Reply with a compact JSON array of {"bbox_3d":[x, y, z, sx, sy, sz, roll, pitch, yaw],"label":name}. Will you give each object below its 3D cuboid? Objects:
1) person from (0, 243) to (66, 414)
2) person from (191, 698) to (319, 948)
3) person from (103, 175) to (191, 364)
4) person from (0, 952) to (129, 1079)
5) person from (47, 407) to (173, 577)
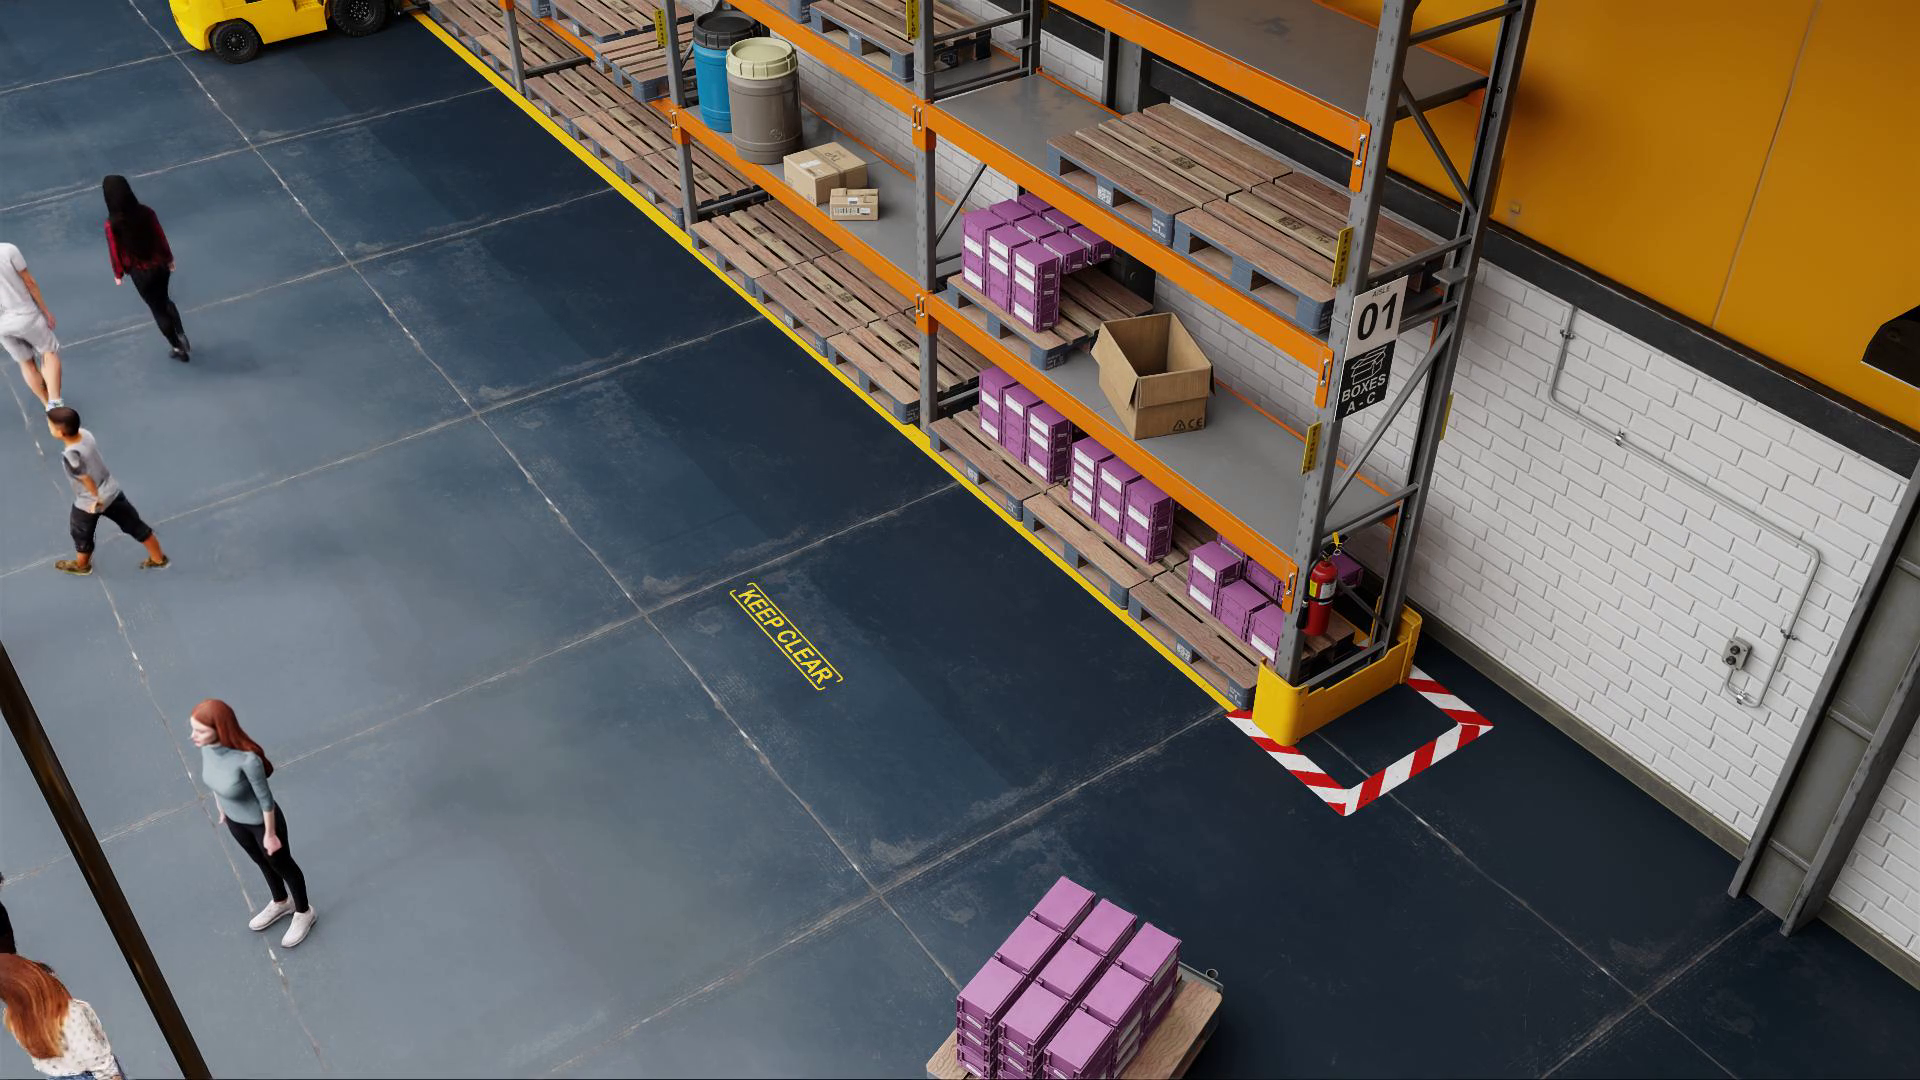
[{"bbox_3d":[-7.285,-1.652,12.775,0.821,1.831,0.875,-11,40,-13],"label":"person"},{"bbox_3d":[-3.785,1.496,8.904,0.601,1.742,0.717,21,43,25],"label":"person"},{"bbox_3d":[-6.555,-2.173,13.580,0.704,1.640,0.696,17,42,20],"label":"person"},{"bbox_3d":[-3.973,2.536,7.639,0.755,1.695,0.847,18,42,21],"label":"person"},{"bbox_3d":[-5.904,-0.357,11.483,1.000,1.420,1.004,2,39,2],"label":"person"}]
